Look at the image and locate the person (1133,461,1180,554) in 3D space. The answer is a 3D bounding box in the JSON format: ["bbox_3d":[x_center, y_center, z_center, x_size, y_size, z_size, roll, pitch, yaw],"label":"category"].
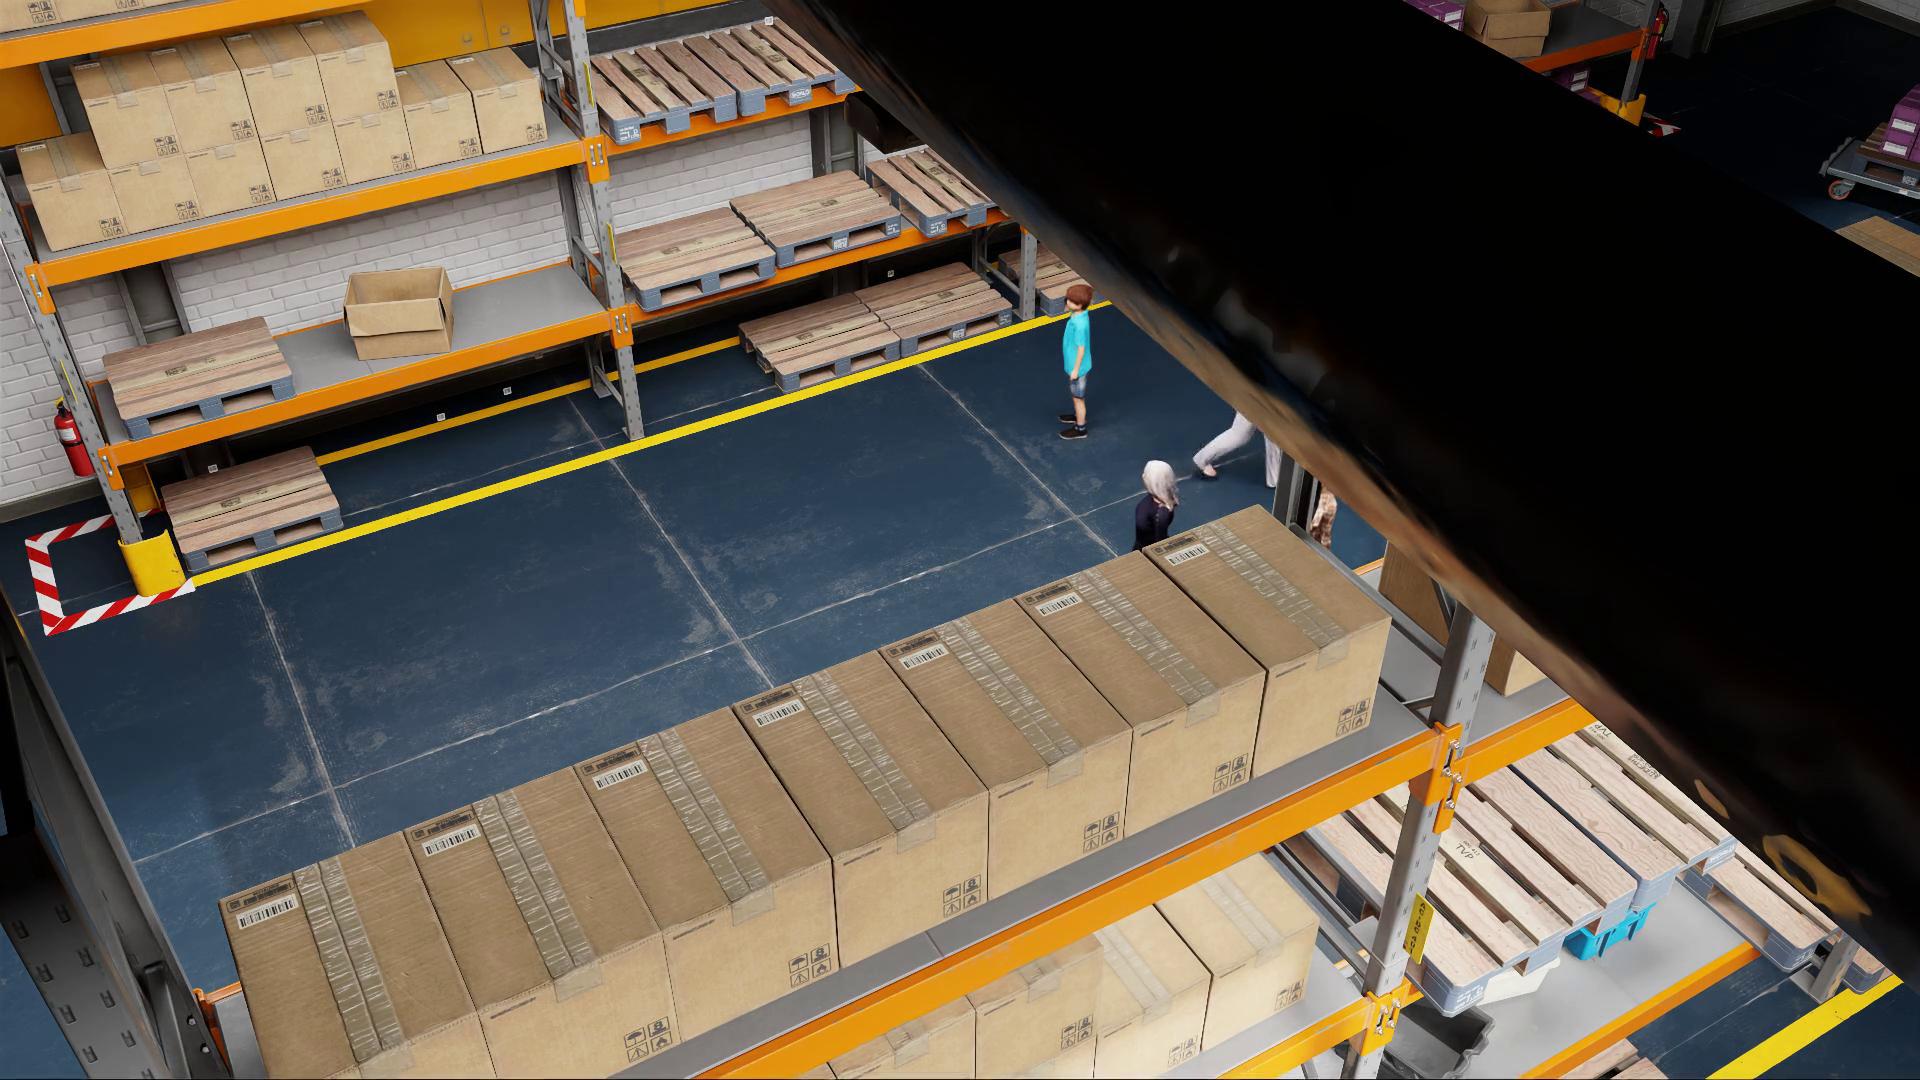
[{"bbox_3d":[1.360,0.145,11.761,0.729,1.747,0.700,1,39,2],"label":"person"}]

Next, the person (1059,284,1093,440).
[{"bbox_3d":[1.006,-1.529,14.096,0.616,1.449,0.592,2,39,2],"label":"person"}]
